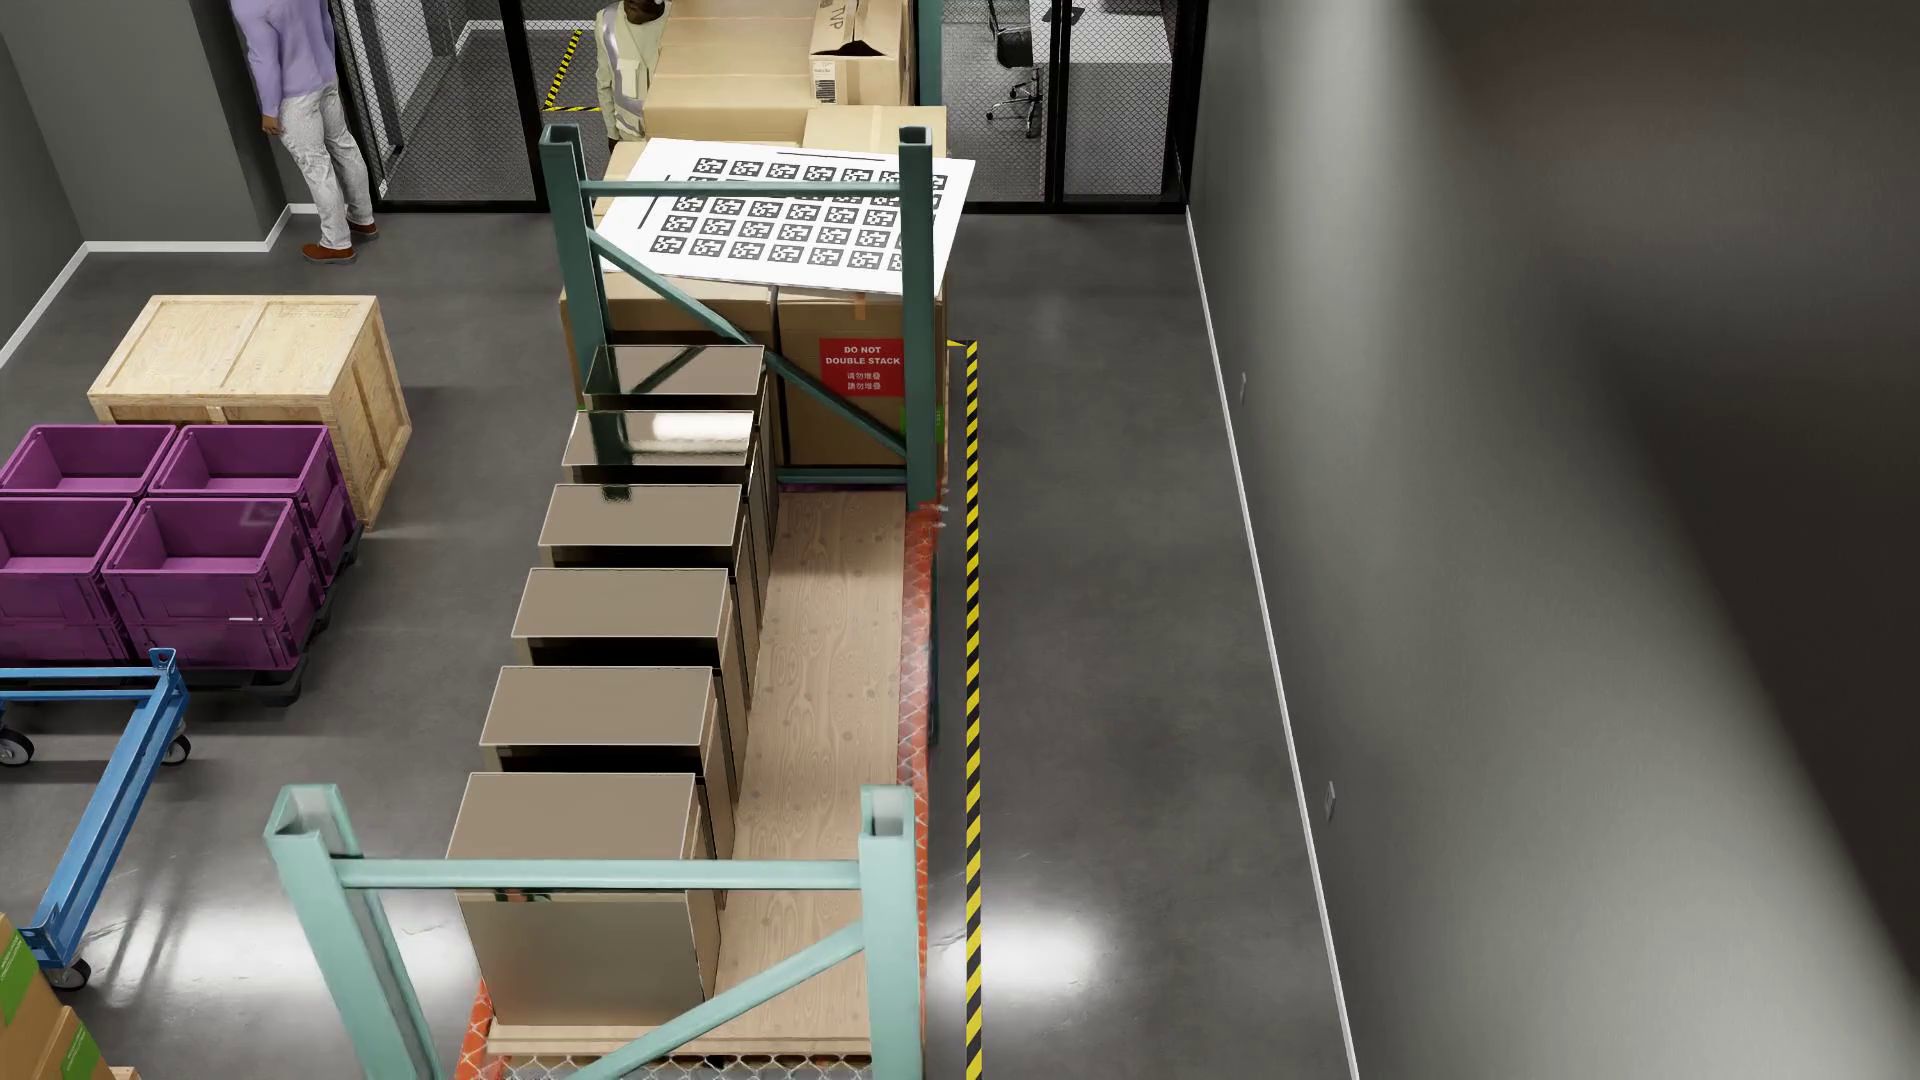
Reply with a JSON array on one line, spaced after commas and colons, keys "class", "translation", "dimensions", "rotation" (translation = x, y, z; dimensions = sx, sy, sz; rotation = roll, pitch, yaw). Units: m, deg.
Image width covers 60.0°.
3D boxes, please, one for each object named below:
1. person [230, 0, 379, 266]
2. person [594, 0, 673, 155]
[{"class": "person", "translation": [-3.398, -2.338, 8.559], "dimensions": [0.372, 1.940, 0.632], "rotation": [11, 42, 12]}, {"class": "person", "translation": [-1.502, -2.073, 8.340], "dimensions": [0.591, 1.827, 0.403], "rotation": [0, 41, 0]}]
